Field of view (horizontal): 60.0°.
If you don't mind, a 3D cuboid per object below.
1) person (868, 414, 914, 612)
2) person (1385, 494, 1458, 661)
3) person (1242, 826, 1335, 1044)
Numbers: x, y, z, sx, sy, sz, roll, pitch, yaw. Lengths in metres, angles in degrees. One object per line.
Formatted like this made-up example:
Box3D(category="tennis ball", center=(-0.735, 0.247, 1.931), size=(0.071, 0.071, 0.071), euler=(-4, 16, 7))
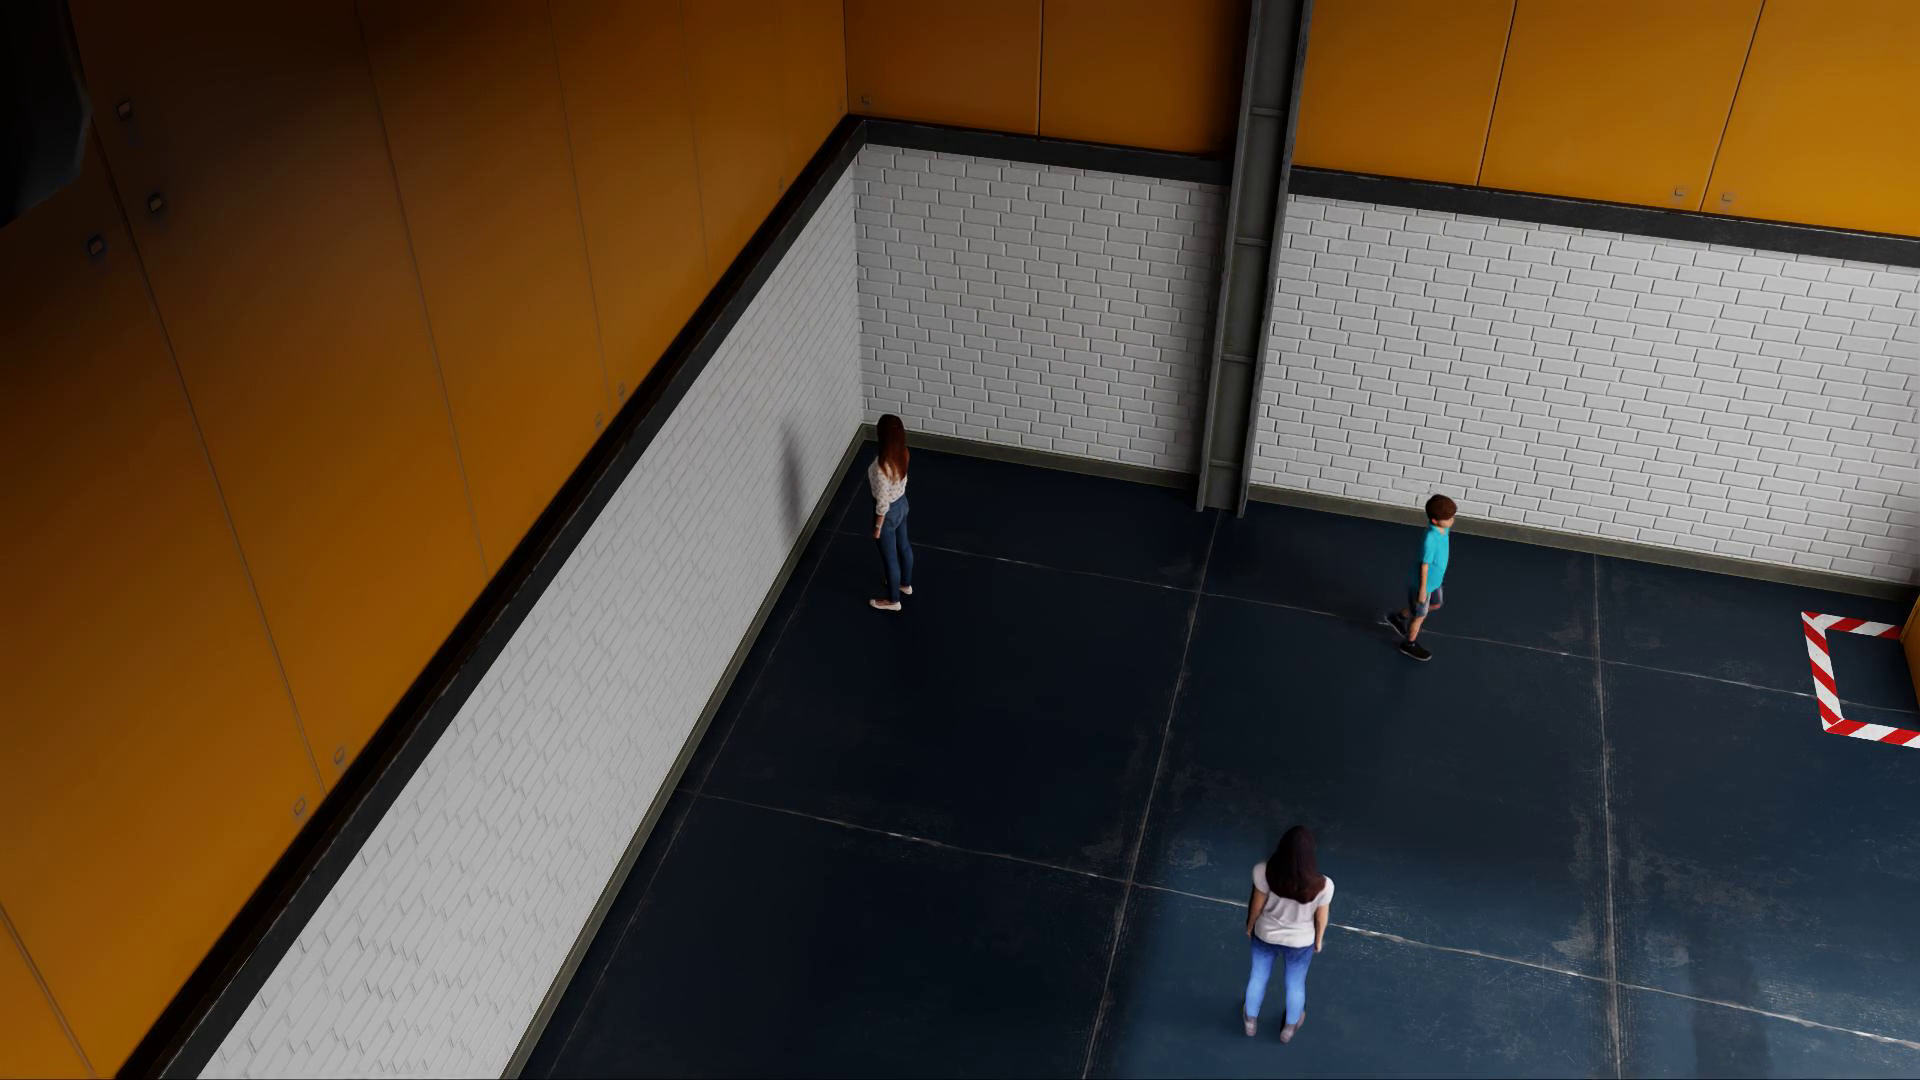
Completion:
Box3D(category="person", center=(-0.507, -0.216, 12.420), size=(0.556, 1.729, 0.607), euler=(16, 41, 19))
Box3D(category="person", center=(3.330, 0.238, 12.085), size=(0.716, 1.438, 0.631), euler=(22, 43, 25))
Box3D(category="person", center=(1.827, 2.241, 9.380), size=(0.474, 1.684, 0.660), euler=(11, 40, 14))
